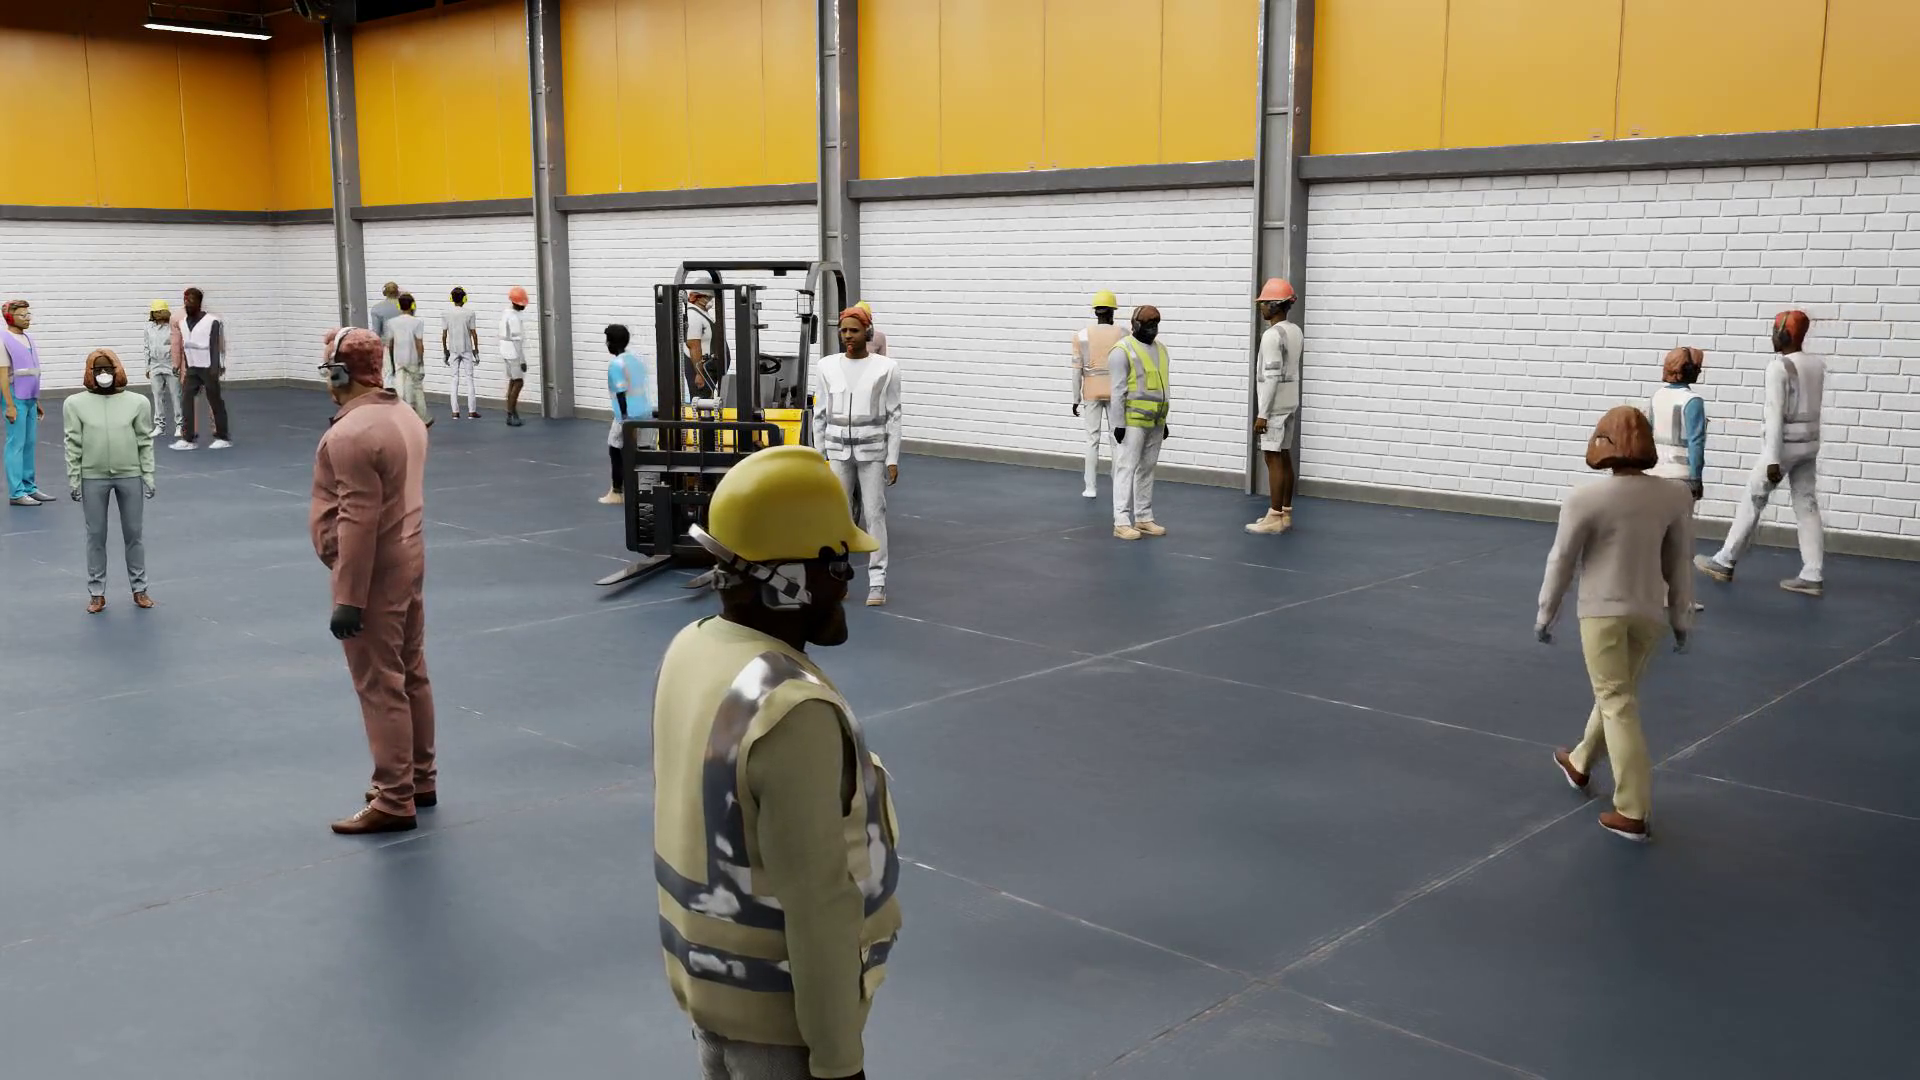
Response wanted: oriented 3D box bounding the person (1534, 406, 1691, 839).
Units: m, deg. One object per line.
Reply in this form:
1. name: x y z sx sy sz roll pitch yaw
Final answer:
1. person: 2.473 0.282 6.414 0.526 1.589 0.818 -2 9 -11

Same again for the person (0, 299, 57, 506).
1. person: -8.460 -1.232 14.960 0.390 1.847 0.563 -1 9 -5

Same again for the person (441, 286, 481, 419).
1. person: -7.069 -2.648 23.570 0.520 1.871 0.326 -1 9 -4

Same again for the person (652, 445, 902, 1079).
1. person: -0.302 0.750 2.851 0.404 1.830 0.603 -5 11 -28

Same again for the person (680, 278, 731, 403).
1. person: -2.779 -1.860 18.214 0.535 2.000 0.674 -1 9 -4

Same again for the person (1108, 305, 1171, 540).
1. person: 1.440 -0.931 13.135 0.633 1.839 0.429 -9 13 -44

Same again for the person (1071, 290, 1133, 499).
1. person: 1.319 -1.335 15.354 0.589 1.924 0.384 0 9 2

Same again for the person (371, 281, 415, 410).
1. person: -8.278 -2.811 24.356 0.627 1.941 0.370 -5 10 -26

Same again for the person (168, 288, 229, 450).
1. person: -8.921 -1.981 19.400 0.617 1.887 0.870 4 10 21

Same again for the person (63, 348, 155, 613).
1. person: -5.266 -0.370 10.329 0.497 1.633 0.285 -5 11 -30

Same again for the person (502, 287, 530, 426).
1. person: -6.031 -2.492 22.615 0.369 1.885 0.686 -3 10 -20

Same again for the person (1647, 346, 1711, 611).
1. person: 4.463 -0.384 10.391 0.312 1.641 0.514 -2 9 -9

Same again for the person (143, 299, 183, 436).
1. person: -10.078 -2.175 21.058 0.493 1.743 0.298 0 9 -3

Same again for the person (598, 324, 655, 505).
1. person: -2.839 -1.105 14.827 0.823 1.647 0.535 3 10 20

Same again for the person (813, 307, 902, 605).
1. person: -0.654 -0.523 10.506 0.574 1.883 0.356 2 9 12

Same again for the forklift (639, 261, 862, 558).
1. forklift: -1.552 -1.040 12.721 1.214 2.155 2.313 2 9 11

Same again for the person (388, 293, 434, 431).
1. person: -7.078 -2.251 21.334 0.530 1.804 1.040 0 9 3

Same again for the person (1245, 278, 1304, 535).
1. person: 2.516 -1.063 13.324 0.371 2.044 0.608 5 11 28

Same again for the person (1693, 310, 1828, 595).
1. person: 5.386 -0.590 11.039 0.589 1.841 0.941 -5 10 -28

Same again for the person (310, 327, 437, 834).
1. person: -2.237 0.152 6.298 0.401 1.904 0.646 0 9 2

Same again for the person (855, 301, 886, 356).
1. person: -1.055 -1.721 18.210 0.533 1.765 0.322 -5 10 -28

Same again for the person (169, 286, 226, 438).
1. person: -9.562 -2.227 20.878 0.651 1.907 0.409 -8 12 -39
